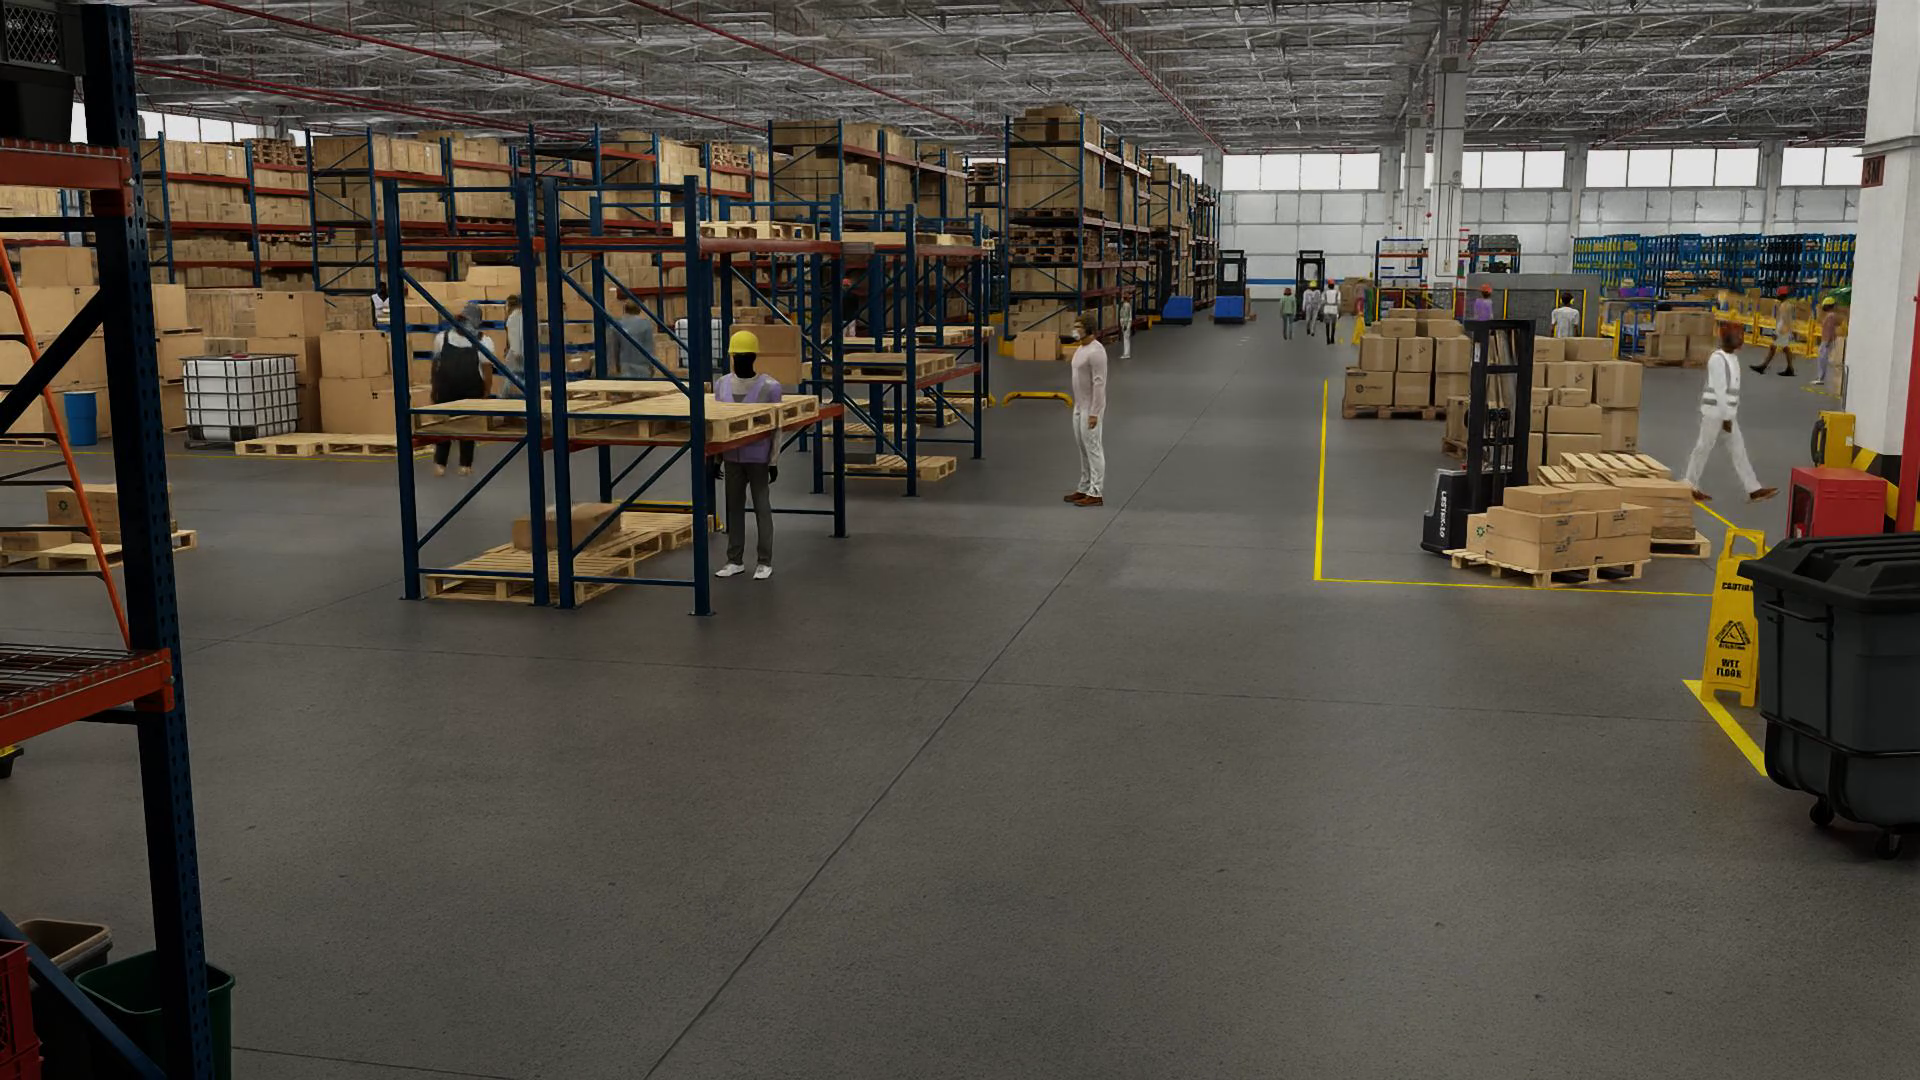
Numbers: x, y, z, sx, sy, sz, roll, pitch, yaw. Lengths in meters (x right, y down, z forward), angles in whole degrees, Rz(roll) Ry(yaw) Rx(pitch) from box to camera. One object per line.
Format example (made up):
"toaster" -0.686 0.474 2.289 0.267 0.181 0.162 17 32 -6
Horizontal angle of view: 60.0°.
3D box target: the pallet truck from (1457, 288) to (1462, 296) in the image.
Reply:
"pallet truck" 20.506 -9.785 68.819 0.653 1.274 1.630 2 10 12

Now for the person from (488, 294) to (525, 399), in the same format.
"person" -7.435 -3.127 27.638 1.002 1.888 0.631 2 10 12

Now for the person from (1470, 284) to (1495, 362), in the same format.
"person" 12.526 -5.178 39.813 0.560 1.892 0.983 -7 12 -37

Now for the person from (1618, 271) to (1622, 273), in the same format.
"person" 31.555 -11.998 79.896 0.558 1.982 0.612 -1 10 -5

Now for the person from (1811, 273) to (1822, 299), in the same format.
"person" 41.235 -11.939 80.045 0.461 1.823 0.596 2 10 14

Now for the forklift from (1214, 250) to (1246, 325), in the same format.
"forklift" 10.174 -9.514 62.546 1.129 2.768 1.873 2 10 12

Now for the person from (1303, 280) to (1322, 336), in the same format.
"person" 11.333 -7.443 53.412 0.616 1.815 0.422 1 10 8

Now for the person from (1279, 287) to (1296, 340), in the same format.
"person" 10.076 -6.962 51.150 0.528 1.619 0.423 1 10 7

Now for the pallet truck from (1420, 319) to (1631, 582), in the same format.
"pallet truck" 4.543 -0.757 13.299 0.823 1.965 1.885 -4 10 -22

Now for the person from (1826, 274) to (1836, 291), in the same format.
"person" 41.806 -11.878 79.730 0.568 1.801 0.656 0 10 -2

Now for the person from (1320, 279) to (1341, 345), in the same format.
"person" 10.806 -6.652 48.515 0.573 1.888 0.962 2 10 12

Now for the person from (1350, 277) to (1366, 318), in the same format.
"person" 16.585 -10.063 69.187 0.543 1.719 0.877 -2 10 -11

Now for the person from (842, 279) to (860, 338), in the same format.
"person" -2.827 -5.531 41.596 0.625 1.985 0.392 -3 10 -16

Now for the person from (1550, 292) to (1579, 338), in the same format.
"person" 11.284 -3.692 31.059 0.536 1.869 0.312 5 11 25

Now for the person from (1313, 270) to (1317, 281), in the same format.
"person" 18.753 -13.297 87.775 0.455 1.923 0.620 9 13 43

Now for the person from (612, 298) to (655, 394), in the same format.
"person" -4.692 -2.549 24.140 0.653 1.911 0.763 2 10 9

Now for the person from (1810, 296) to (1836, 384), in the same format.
"person" 17.192 -3.933 32.847 0.530 1.746 0.530 3 10 18

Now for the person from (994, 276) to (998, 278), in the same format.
"person" 2.026 -13.812 91.470 0.571 1.706 0.893 1 10 6

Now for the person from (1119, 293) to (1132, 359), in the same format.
"person" 4.122 -5.328 41.425 0.309 1.639 0.523 1 10 4

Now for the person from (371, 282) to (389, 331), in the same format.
"person" -14.531 -5.550 41.949 0.587 1.911 0.397 -5 11 -27

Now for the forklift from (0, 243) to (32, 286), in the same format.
"forklift" -21.254 -5.272 37.423 1.873 2.768 1.129 2 10 12

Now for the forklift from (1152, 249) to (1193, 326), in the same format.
"forklift" 7.646 -9.320 61.395 1.873 2.768 1.129 2 10 11

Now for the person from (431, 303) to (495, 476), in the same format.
"person" -5.662 -1.728 18.920 0.756 2.000 0.554 -1 10 -7

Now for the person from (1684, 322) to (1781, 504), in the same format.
"person" 7.766 -1.259 16.734 0.605 1.837 0.962 -9 13 -44

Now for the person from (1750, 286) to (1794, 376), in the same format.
"person" 17.329 -4.432 35.343 0.930 1.896 0.570 5 11 26

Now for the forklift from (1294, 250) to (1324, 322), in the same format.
"forklift" 13.778 -10.002 65.433 1.129 2.768 1.873 2 10 12

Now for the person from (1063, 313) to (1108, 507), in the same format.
"person" 1.280 -1.303 16.707 0.372 1.940 0.627 -2 10 -13

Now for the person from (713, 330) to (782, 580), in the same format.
"person" -1.657 -0.655 12.892 0.587 1.930 0.362 3 10 20
